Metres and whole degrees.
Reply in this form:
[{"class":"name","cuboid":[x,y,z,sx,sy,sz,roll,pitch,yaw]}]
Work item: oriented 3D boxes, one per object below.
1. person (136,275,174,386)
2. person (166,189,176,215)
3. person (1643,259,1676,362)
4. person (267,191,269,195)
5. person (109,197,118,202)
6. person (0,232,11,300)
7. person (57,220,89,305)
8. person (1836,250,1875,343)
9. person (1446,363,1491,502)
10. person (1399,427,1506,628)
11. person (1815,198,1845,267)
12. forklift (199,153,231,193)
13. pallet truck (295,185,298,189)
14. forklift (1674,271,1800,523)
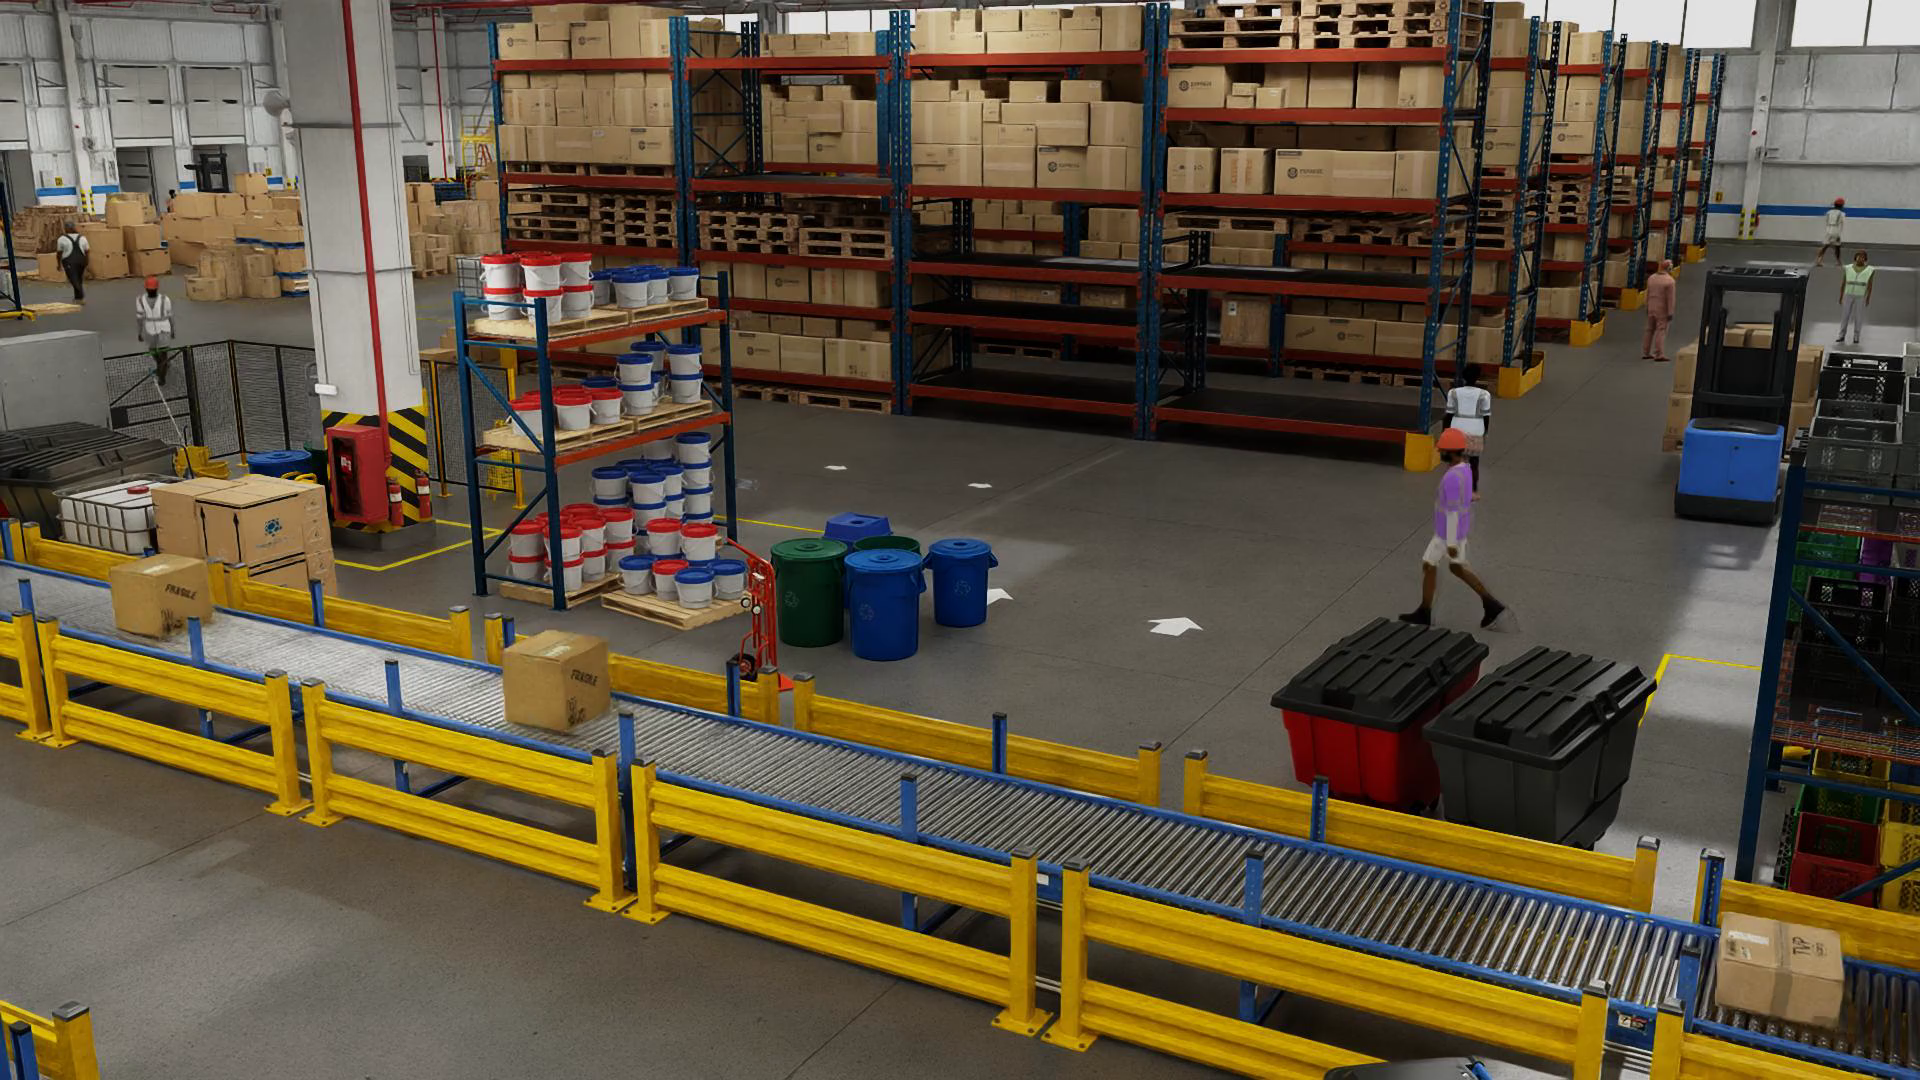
[{"class":"person","cuboid":[-13.868,-3.658,28.754,0.572,1.895,0.883,-3,15,-12]},{"class":"person","cuboid":[-27.629,-11.477,58.514,0.316,1.694,0.541,10,18,33]},{"class":"person","cuboid":[13.124,-4.294,31.131,0.398,1.899,0.647,-6,16,-22]},{"class":"person","cuboid":[-22.696,-10.505,54.481,0.655,1.888,0.985,5,16,17]},{"class":"person","cuboid":[-25.572,-9.504,50.728,0.585,1.900,0.815,9,18,32]},{"class":"person","cuboid":[-23.529,-6.854,40.669,0.370,1.941,0.627,-3,15,-10]},{"class":"person","cuboid":[-21.077,-6.622,39.603,0.963,2.000,0.677,10,18,34]},{"class":"person","cuboid":[18.051,-4.907,33.521,0.567,1.849,0.389,11,18,35]},{"class":"person","cuboid":[6.184,-1.306,20.277,0.536,1.696,0.318,7,16,25]},{"class":"person","cuboid":[4.598,-0.095,15.333,0.867,1.909,0.545,9,18,32]},{"class":"person","cuboid":[25.449,-8.959,48.472,1.031,2.004,0.608,-8,17,-29]},{"class":"forklift","cuboid":[-27.440,-12.865,61.464,1.873,2.768,1.129,8,17,28]},{"class":"pallet truck","cuboid":[-26.804,-14.617,69.738,1.885,1.965,0.823,-14,20,-42]},{"class":"forklift","cuboid":[9.269,-1.763,19.726,1.129,2.768,1.873,8,17,27]}]
